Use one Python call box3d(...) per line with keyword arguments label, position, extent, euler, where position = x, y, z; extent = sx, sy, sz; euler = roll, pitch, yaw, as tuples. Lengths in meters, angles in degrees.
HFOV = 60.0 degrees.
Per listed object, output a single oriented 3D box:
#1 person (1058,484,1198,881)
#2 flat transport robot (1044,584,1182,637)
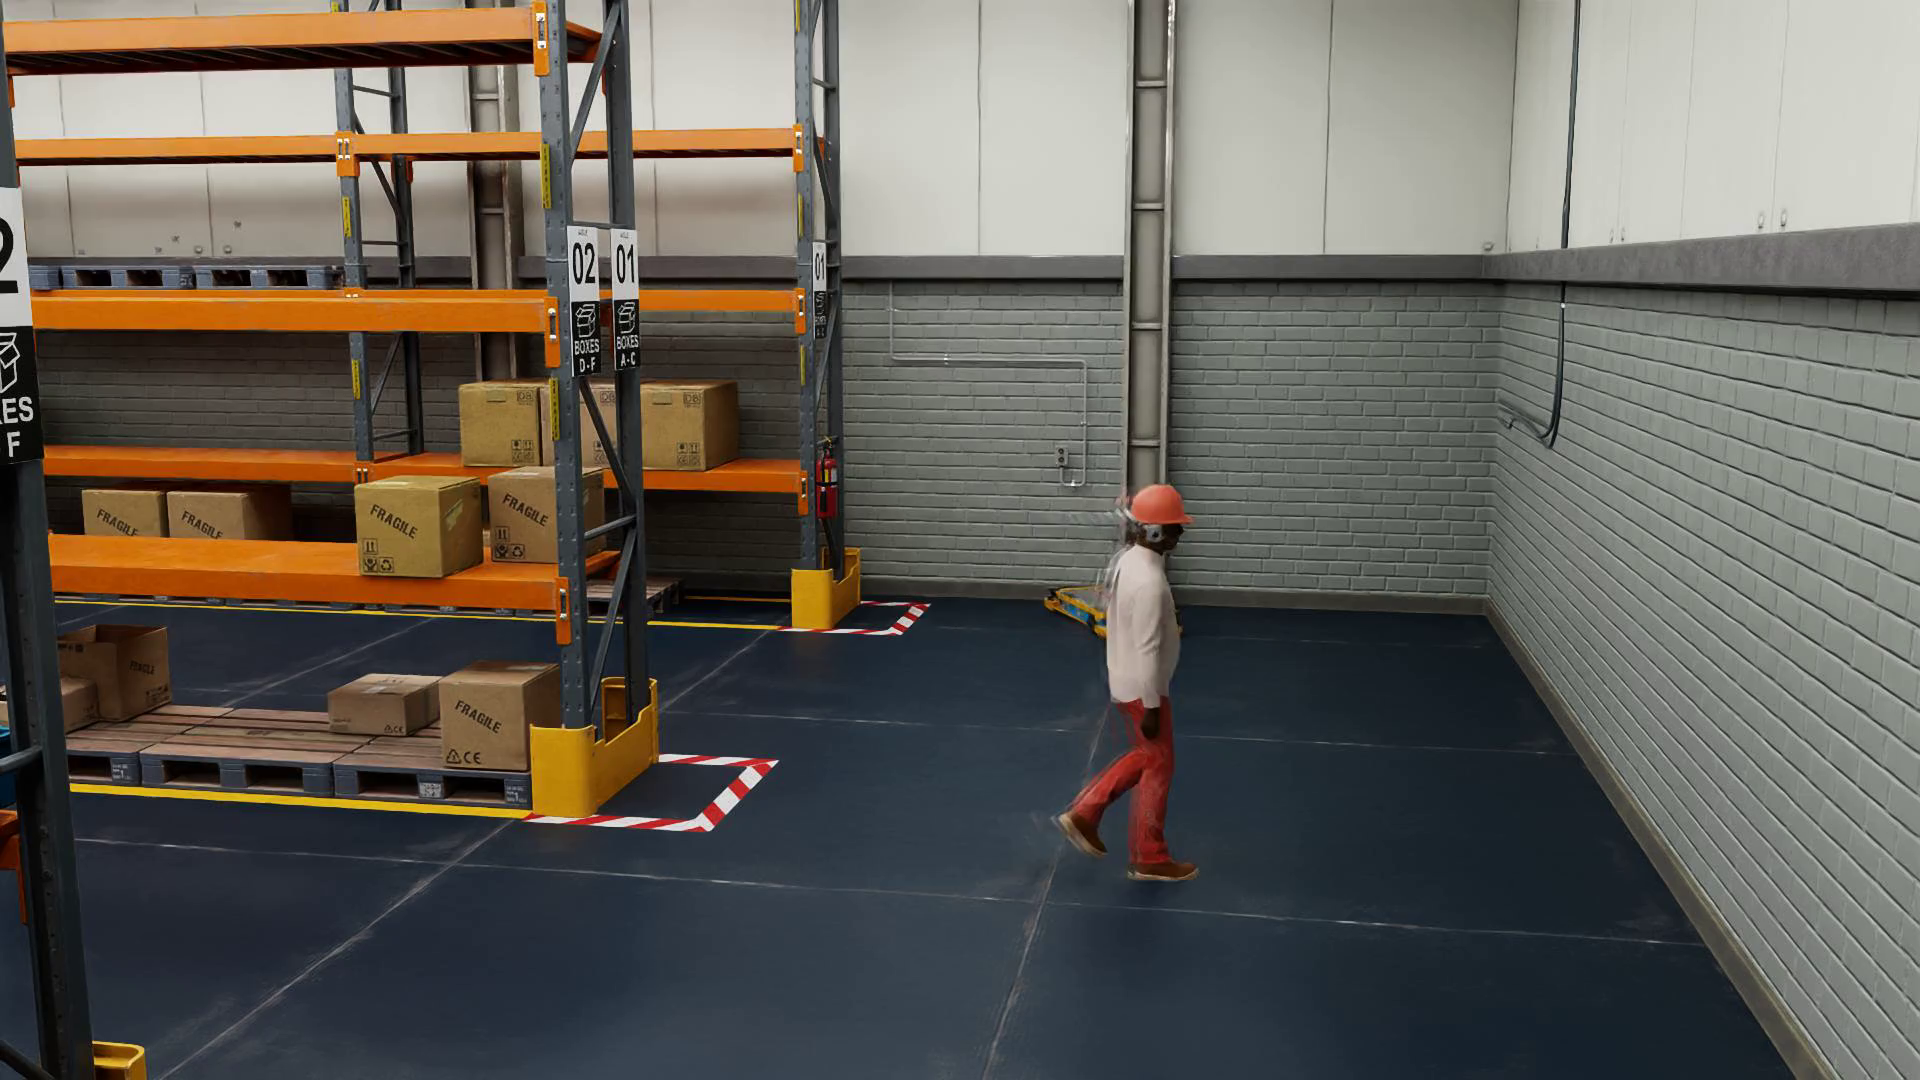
box3d(label="person", position=(0.855, 0.703, 8.117), extent=(0.565, 1.976, 0.636), euler=(-1, 9, -4))
box3d(label="flat transport robot", position=(1.279, 0.585, 14.132), extent=(0.652, 0.197, 1.431), euler=(-3, 10, -18))
